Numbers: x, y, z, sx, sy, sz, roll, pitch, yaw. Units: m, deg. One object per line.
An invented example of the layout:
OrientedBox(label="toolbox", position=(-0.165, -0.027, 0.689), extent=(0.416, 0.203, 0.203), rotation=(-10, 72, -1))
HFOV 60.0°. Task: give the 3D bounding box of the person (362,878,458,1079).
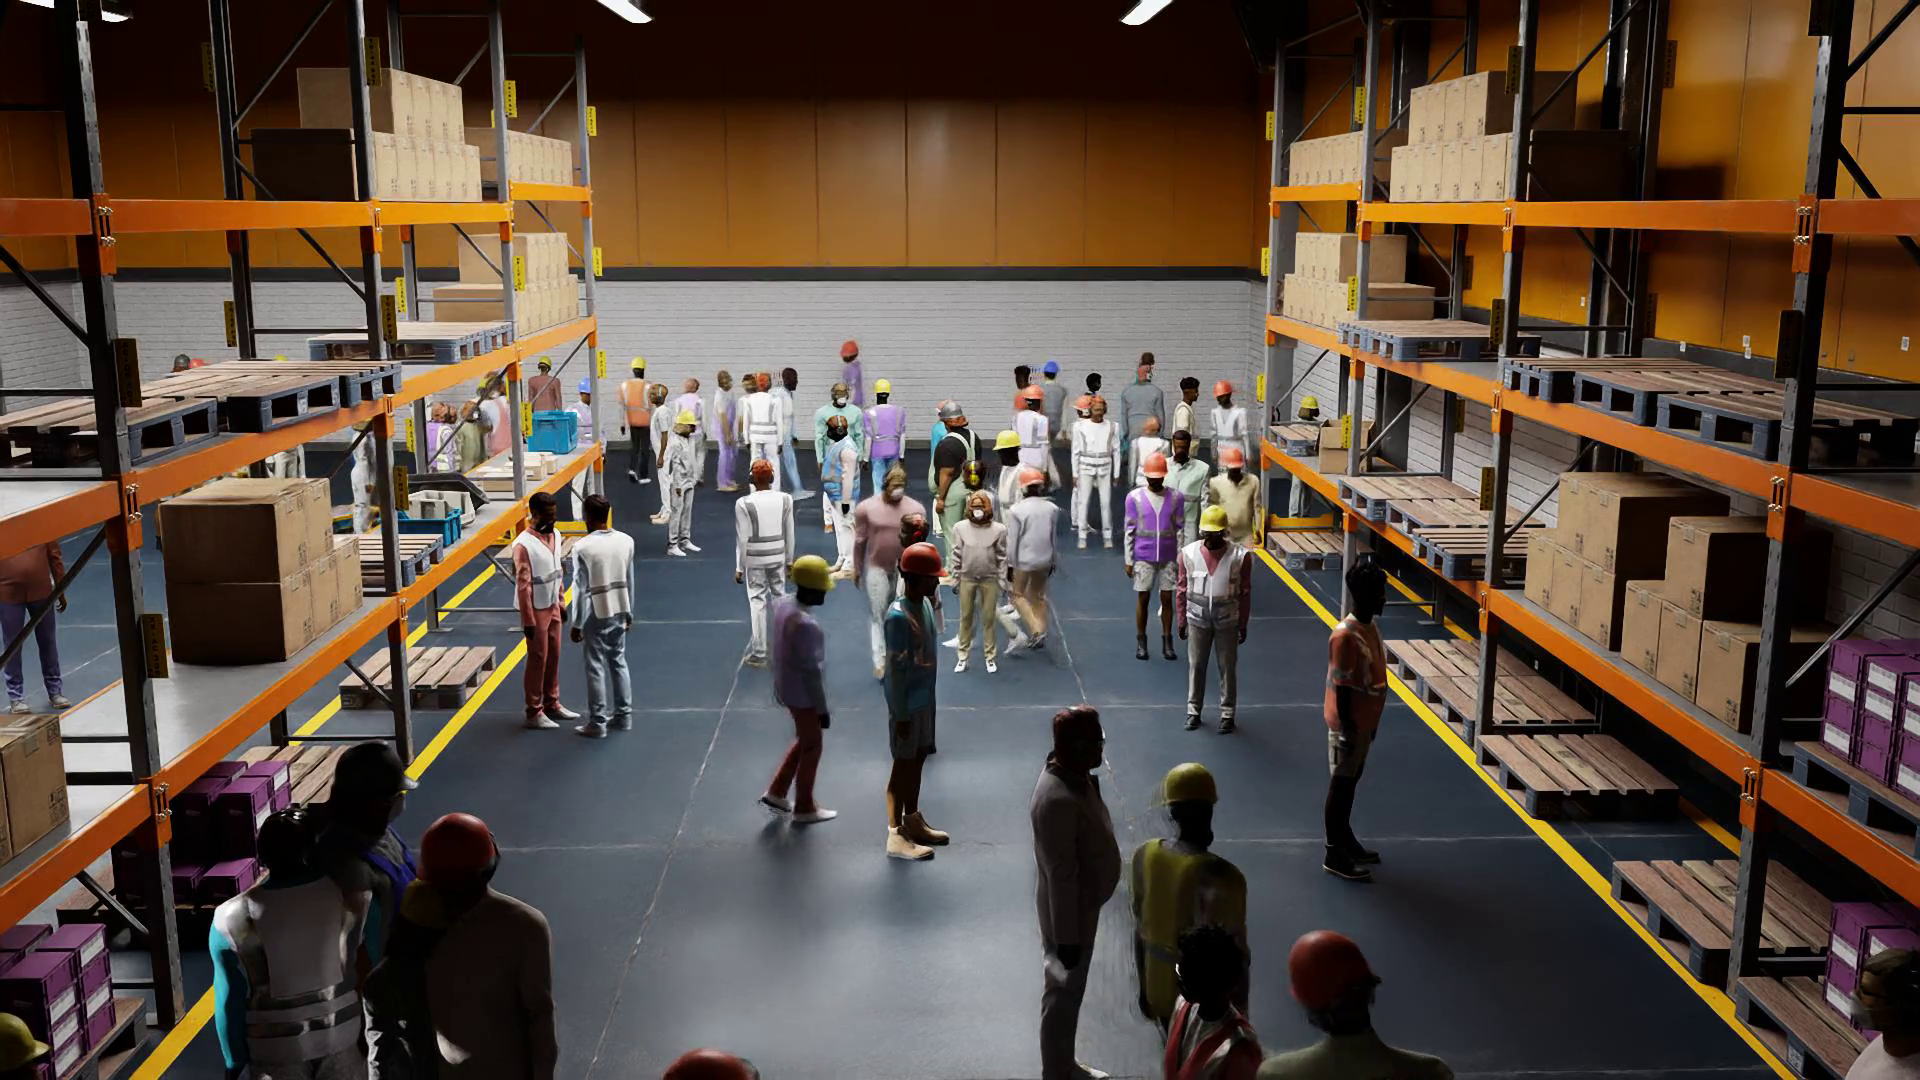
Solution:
OrientedBox(label="person", position=(-1.920, 2.050, 6.132), extent=(0.487, 1.738, 0.321), rotation=(-9, 14, -38))

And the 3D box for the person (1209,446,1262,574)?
OrientedBox(label="person", position=(2.798, -0.108, 16.939), extent=(0.577, 1.729, 0.417), rotation=(-1, 11, -6))

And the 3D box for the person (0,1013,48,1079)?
OrientedBox(label="person", position=(-2.863, 2.263, 5.058), extent=(0.486, 1.738, 0.315), rotation=(10, 15, 40))

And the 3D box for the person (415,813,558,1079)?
OrientedBox(label="person", position=(-1.761, 1.935, 6.079), extent=(0.616, 1.986, 0.407), rotation=(3, 12, 15))

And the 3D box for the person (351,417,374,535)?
OrientedBox(label="person", position=(-7.183, -0.734, 20.097), extent=(0.375, 1.730, 0.487), rotation=(-4, 12, -19))

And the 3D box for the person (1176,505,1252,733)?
OrientedBox(label="person", position=(1.987, 0.620, 13.087), extent=(0.586, 1.824, 0.405), rotation=(3, 12, 16))

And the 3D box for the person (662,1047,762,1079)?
OrientedBox(label="person", position=(-0.566, 2.250, 4.551), extent=(0.812, 1.972, 0.457), rotation=(-5, 12, -22))

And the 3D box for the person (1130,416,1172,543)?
OrientedBox(label="person", position=(2.320, -0.684, 20.127), extent=(0.515, 1.625, 0.382), rotation=(8, 14, 34))

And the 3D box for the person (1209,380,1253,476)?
OrientedBox(label="person", position=(3.498, -1.127, 21.622), extent=(0.601, 1.908, 0.526), rotation=(10, 15, 42))

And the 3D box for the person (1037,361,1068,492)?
OrientedBox(label="person", position=(1.283, -1.660, 24.332), extent=(0.611, 1.896, 0.969), rotation=(-7, 13, -31))

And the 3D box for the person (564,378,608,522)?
OrientedBox(label="person", position=(-4.829, -1.132, 21.548), extent=(0.409, 1.943, 0.614), rotation=(10, 15, 41))

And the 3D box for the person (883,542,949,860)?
OrientedBox(label="person", position=(-0.270, 1.015, 10.572), extent=(0.403, 2.035, 0.605), rotation=(3, 12, 17))

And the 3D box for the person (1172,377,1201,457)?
OrientedBox(label="person", position=(2.924, -1.135, 21.510), extent=(0.361, 1.964, 0.616), rotation=(2, 11, 8))

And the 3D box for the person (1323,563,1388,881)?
OrientedBox(label="person", position=(2.450, 1.100, 10.300), extent=(0.368, 1.967, 0.600), rotation=(6, 13, 26))

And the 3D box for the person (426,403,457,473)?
OrientedBox(label="person", position=(-6.689, -0.949, 21.425), extent=(0.532, 1.631, 0.316), rotation=(7, 13, 31))

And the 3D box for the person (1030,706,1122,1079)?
OrientedBox(label="person", position=(0.526, 1.677, 7.559), extent=(0.409, 1.907, 0.651), rotation=(1, 11, 7))

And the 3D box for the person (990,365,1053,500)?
OrientedBox(label="person", position=(0.897, -1.517, 23.588), extent=(1.002, 1.901, 0.606), rotation=(4, 12, 20))

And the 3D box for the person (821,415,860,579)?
OrientedBox(label="person", position=(-1.335, -0.490, 18.613), extent=(0.429, 1.837, 0.628), rotation=(-3, 12, -15))

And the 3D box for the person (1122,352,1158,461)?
OrientedBox(label="person", position=(2.944, -2.122, 26.842), extent=(0.507, 1.829, 0.664), rotation=(11, 16, 43))

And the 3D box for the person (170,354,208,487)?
OrientedBox(label="person", position=(-11.242, -1.700, 24.157), extent=(0.685, 2.000, 0.537), rotation=(-4, 12, -18))

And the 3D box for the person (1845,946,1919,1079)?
OrientedBox(label="person", position=(2.818, 2.155, 5.079), extent=(0.370, 1.941, 0.627), rotation=(5, 12, 24))

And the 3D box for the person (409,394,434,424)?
OrientedBox(label="person", position=(-8.135, -1.799, 25.185), extent=(0.391, 1.836, 0.561), rotation=(-1, 11, -5))

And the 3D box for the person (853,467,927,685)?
OrientedBox(label="person", position=(-0.599, 0.293, 14.560), extent=(0.648, 1.876, 1.050), rotation=(-2, 11, -8))

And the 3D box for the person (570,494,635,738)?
OrientedBox(label="person", position=(-2.775, 0.590, 13.019), extent=(0.386, 1.904, 0.603), rotation=(8, 14, 35))

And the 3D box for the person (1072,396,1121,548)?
OrientedBox(label="person", position=(1.657, -0.818, 20.172), extent=(0.592, 1.875, 0.359), rotation=(0, 11, -1))

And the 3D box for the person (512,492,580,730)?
OrientedBox(label="person", position=(-3.327, 0.552, 13.207), extent=(0.402, 1.909, 0.599), rotation=(3, 12, 15))

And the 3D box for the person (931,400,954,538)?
OrientedBox(label="person", position=(-0.179, -0.893, 20.874), extent=(0.352, 1.738, 0.573), rotation=(-3, 12, -15))

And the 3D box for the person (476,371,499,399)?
OrientedBox(label="person", position=(-7.139, -1.762, 25.479), extent=(0.521, 1.639, 0.311), rotation=(-1, 11, -4))

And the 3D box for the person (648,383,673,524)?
OrientedBox(label="person", position=(-3.918, -1.130, 21.789), extent=(0.344, 1.847, 0.506), rotation=(-2, 12, -12))

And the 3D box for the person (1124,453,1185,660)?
OrientedBox(label="person", position=(1.779, 0.149, 15.187), extent=(0.553, 1.923, 0.392), rotation=(0, 11, -2))

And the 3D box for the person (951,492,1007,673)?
OrientedBox(label="person", position=(0.169, 0.374, 14.778), extent=(0.498, 1.634, 0.280), rotation=(1, 11, 5))

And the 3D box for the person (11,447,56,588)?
OrientedBox(label="person", position=(-10.128, -0.201, 17.794), extent=(0.890, 1.581, 0.525), rotation=(-11, 16, -44))

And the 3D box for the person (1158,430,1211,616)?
OrientedBox(label="person", position=(2.229, -0.173, 16.827), extent=(0.586, 1.914, 0.399), rotation=(3, 12, 17))
